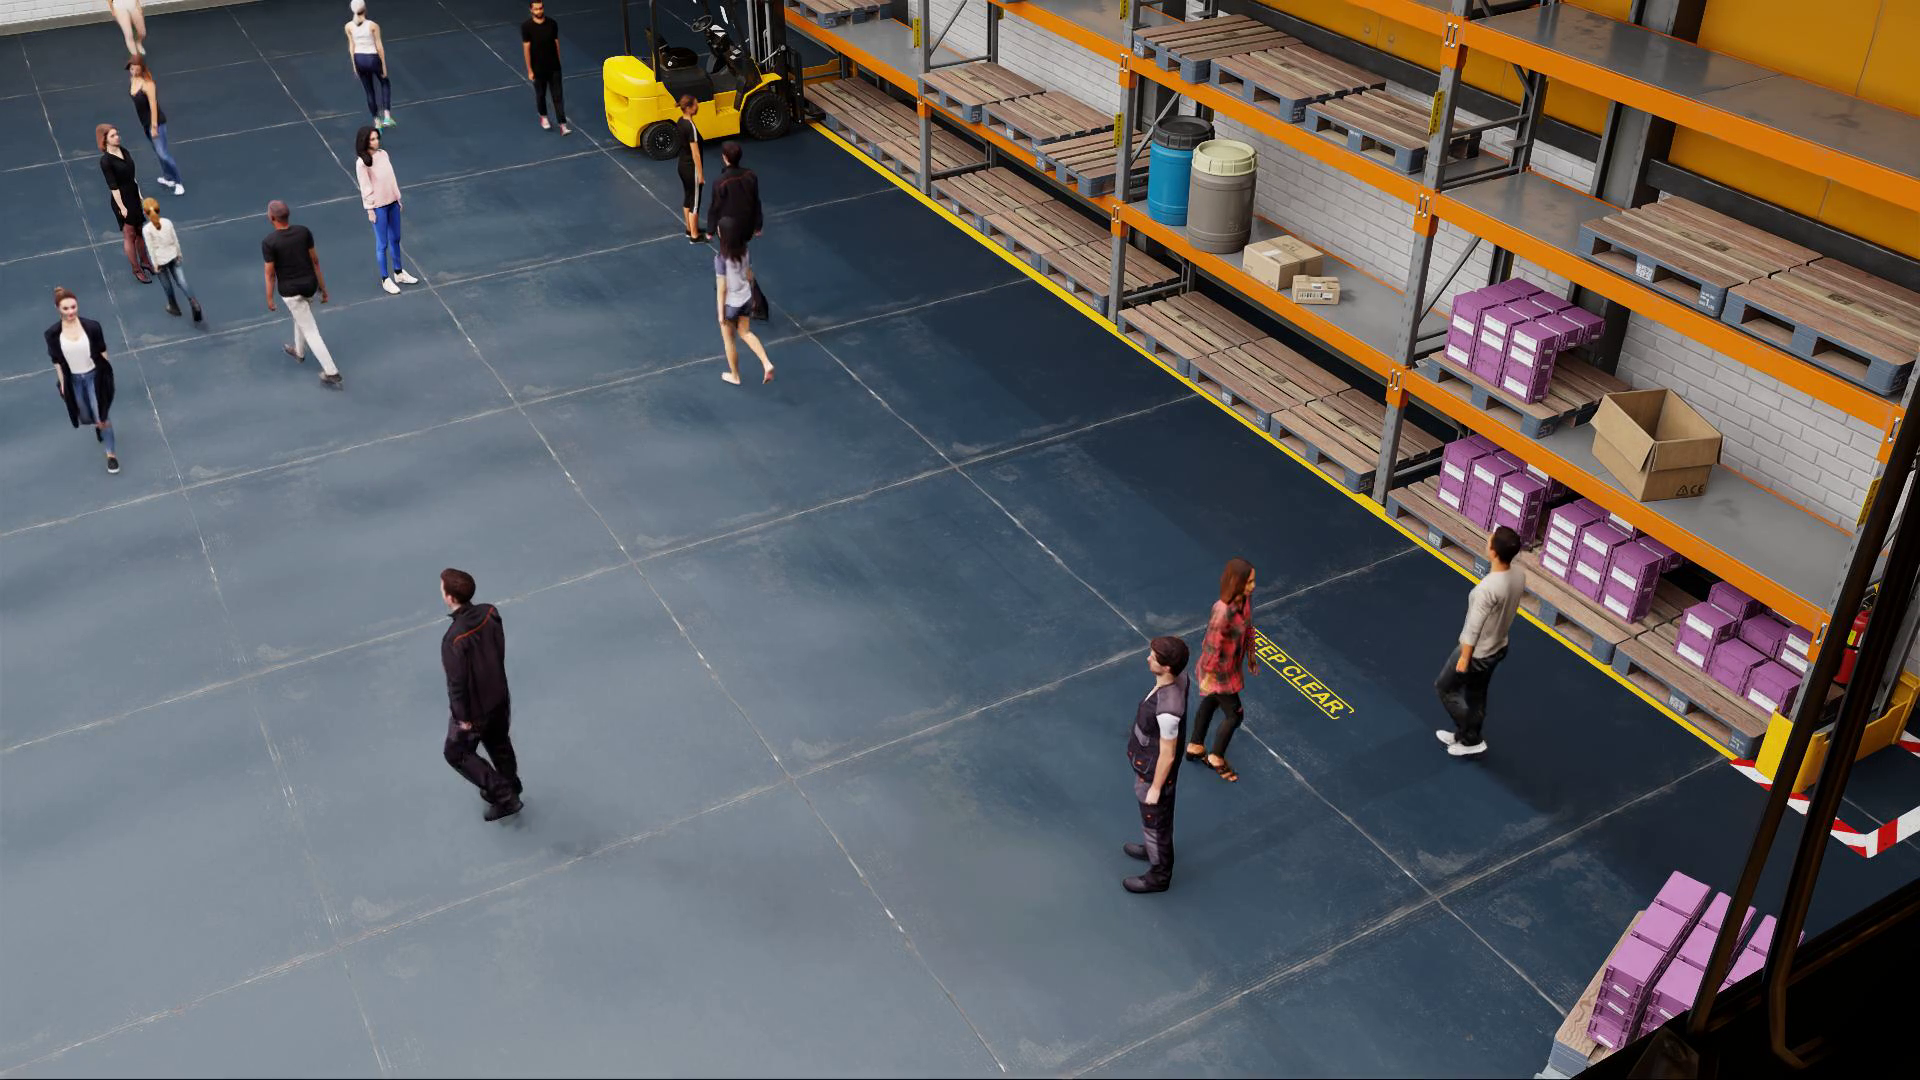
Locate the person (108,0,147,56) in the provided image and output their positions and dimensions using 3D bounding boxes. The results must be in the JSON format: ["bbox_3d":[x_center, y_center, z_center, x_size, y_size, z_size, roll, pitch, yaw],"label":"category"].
[{"bbox_3d":[-11.822,-7.541,23.559,0.567,1.630,0.791,-19,38,-26],"label":"person"}]

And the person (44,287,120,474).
[{"bbox_3d":[-7.507,-1.404,14.293,0.674,1.666,0.867,-14,36,-20],"label":"person"}]

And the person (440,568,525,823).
[{"bbox_3d":[-2.955,1.026,10.429,0.897,1.896,0.849,13,36,19],"label":"person"}]

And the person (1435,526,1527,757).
[{"bbox_3d":[3.509,0.736,10.948,0.748,1.805,0.724,-28,42,-35],"label":"person"}]

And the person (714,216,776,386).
[{"bbox_3d":[-2.019,-2.161,15.386,0.975,1.718,0.800,23,40,30],"label":"person"}]

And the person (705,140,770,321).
[{"bbox_3d":[-2.182,-3.053,16.658,1.279,1.795,1.019,23,40,31],"label":"person"}]

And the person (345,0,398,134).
[{"bbox_3d":[-7.548,-6.015,21.207,0.697,1.691,0.709,-4,34,-6],"label":"person"}]

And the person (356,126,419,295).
[{"bbox_3d":[-6.002,-3.459,17.292,0.747,1.768,0.731,14,36,20],"label":"person"}]

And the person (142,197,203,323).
[{"bbox_3d":[-7.923,-2.780,16.698,0.955,1.295,0.675,26,42,33],"label":"person"}]

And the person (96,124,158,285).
[{"bbox_3d":[-8.762,-3.547,17.481,0.716,1.706,0.617,3,34,5],"label":"person"}]

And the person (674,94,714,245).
[{"bbox_3d":[-2.979,-4.103,18.352,0.648,1.669,0.472,-15,37,-22],"label":"person"}]

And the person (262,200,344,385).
[{"bbox_3d":[-6.114,-2.256,15.500,1.310,1.749,1.009,22,40,30],"label":"person"}]

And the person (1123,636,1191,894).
[{"bbox_3d":[1.204,1.338,10.004,0.811,1.849,0.719,4,34,6],"label":"person"}]

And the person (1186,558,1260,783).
[{"bbox_3d":[1.646,0.810,10.943,0.807,1.687,0.754,16,37,22],"label":"person"}]

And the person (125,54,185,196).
[{"bbox_3d":[-9.503,-4.931,19.577,0.909,1.690,0.620,-21,39,-28],"label":"person"}]

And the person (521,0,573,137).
[{"bbox_3d":[-5.332,-6.047,21.239,0.665,1.710,1.132,-16,37,-23],"label":"person"}]
